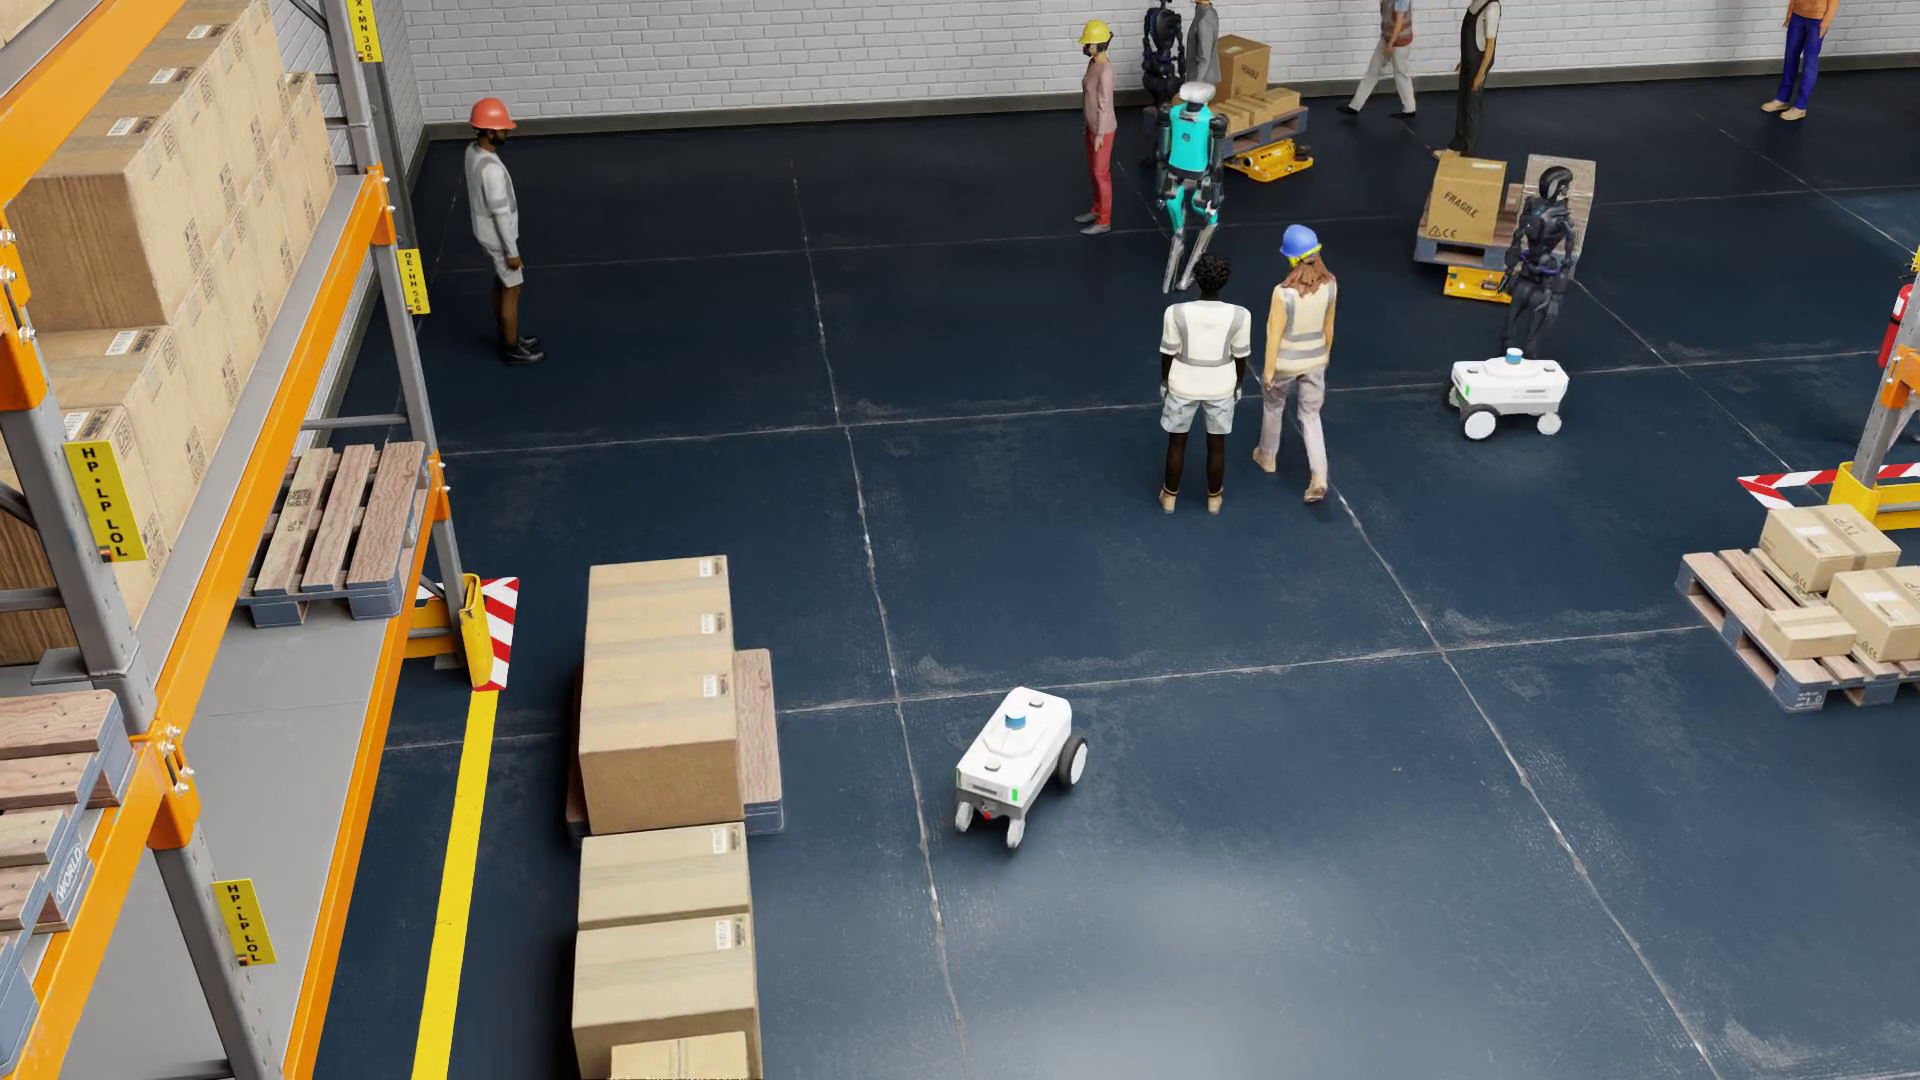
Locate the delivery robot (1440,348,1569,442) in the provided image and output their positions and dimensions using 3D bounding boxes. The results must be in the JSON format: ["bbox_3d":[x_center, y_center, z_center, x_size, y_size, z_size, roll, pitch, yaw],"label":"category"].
[{"bbox_3d":[3.650,-1.003,11.106,0.750,0.570,0.499,-1,33,-2],"label":"delivery robot"}]

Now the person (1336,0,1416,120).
[{"bbox_3d":[4.123,-4.839,16.003,0.827,1.634,0.510,-3,33,-5],"label":"person"}]

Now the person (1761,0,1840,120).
[{"bbox_3d":[8.222,-5.087,16.097,0.406,1.974,0.512,-14,36,-21],"label":"person"}]

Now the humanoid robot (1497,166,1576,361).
[{"bbox_3d":[3.896,-1.736,11.233,0.360,1.656,0.597,-13,35,-19],"label":"humanoid robot"}]

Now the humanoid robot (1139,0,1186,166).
[{"bbox_3d":[1.861,-4.245,15.088,0.613,1.634,0.598,-20,38,-27],"label":"humanoid robot"}]

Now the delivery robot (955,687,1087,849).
[{"bbox_3d":[0.266,1.046,7.983,0.499,0.590,0.793,15,36,21],"label":"delivery robot"}]

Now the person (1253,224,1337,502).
[{"bbox_3d":[2.082,-1.065,10.140,0.469,1.732,0.813,-6,34,-10],"label":"person"}]

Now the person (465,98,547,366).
[{"bbox_3d":[-3.187,-2.136,11.615,0.387,1.925,0.547,-16,37,-23],"label":"person"}]

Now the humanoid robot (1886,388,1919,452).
[{"bbox_3d":[6.292,-1.297,10.581,0.834,1.879,0.547,5,34,8],"label":"humanoid robot"}]

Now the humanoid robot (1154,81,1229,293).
[{"bbox_3d":[1.788,-2.633,12.578,0.558,1.807,0.797,16,36,23],"label":"humanoid robot"}]

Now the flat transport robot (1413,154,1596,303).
[{"bbox_3d":[4.288,-2.271,13.333,0.659,0.231,1.431,11,35,16],"label":"flat transport robot"}]

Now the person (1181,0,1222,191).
[{"bbox_3d":[2.084,-3.999,14.487,0.389,1.901,0.544,5,33,7],"label":"person"}]

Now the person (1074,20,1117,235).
[{"bbox_3d":[1.111,-3.389,13.684,0.337,1.756,0.516,-5,34,-8],"label":"person"}]

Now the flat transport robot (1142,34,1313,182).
[{"bbox_3d":[2.528,-3.679,15.490,0.659,0.231,1.431,-25,41,-33],"label":"flat transport robot"}]

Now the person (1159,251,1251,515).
[{"bbox_3d":[1.447,-0.915,9.954,0.533,1.691,0.319,2,33,3],"label":"person"}]

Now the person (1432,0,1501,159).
[{"bbox_3d":[4.595,-4.243,14.917,0.350,1.842,0.504,-1,33,-1],"label":"person"}]
